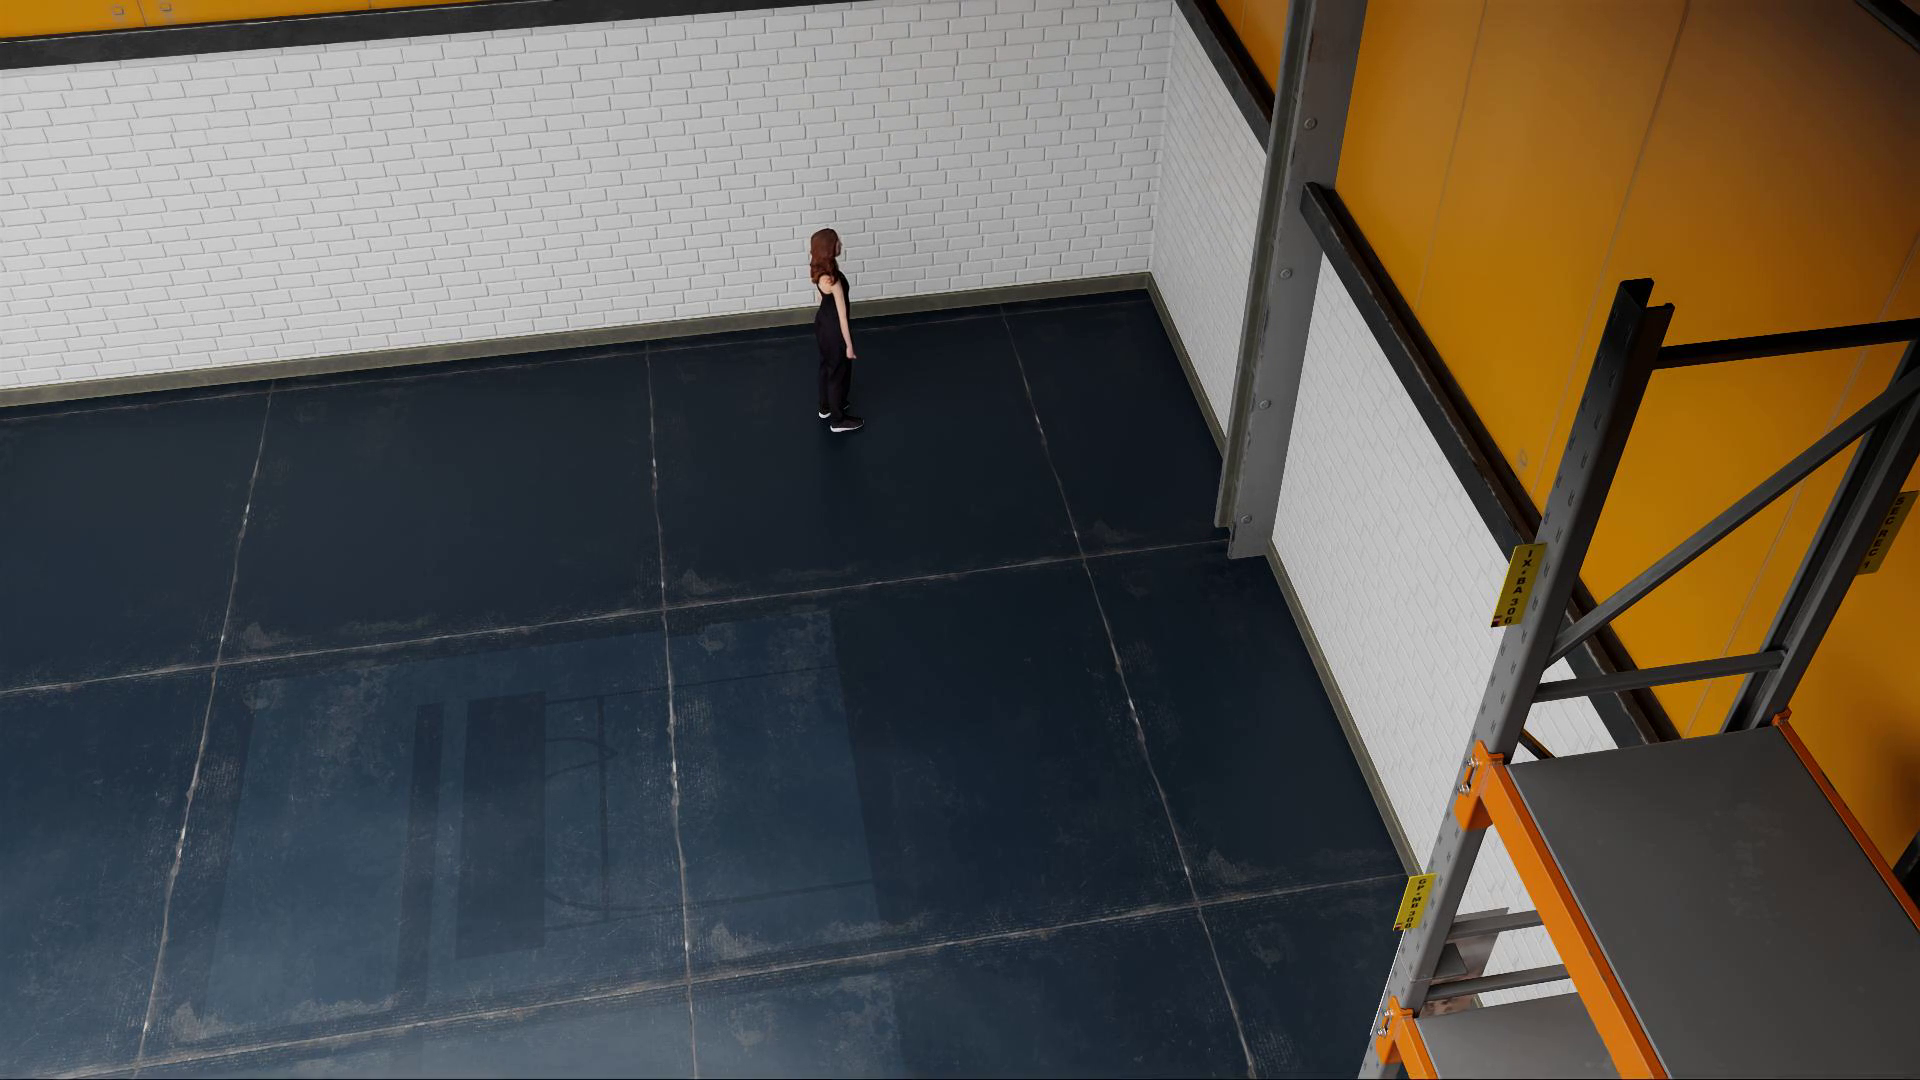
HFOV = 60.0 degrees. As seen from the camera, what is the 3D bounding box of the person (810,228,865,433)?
[{"bbox_3d":[-0.967,-1.585,12.510,0.708,1.748,0.556,-19,47,-19],"label":"person"}]
